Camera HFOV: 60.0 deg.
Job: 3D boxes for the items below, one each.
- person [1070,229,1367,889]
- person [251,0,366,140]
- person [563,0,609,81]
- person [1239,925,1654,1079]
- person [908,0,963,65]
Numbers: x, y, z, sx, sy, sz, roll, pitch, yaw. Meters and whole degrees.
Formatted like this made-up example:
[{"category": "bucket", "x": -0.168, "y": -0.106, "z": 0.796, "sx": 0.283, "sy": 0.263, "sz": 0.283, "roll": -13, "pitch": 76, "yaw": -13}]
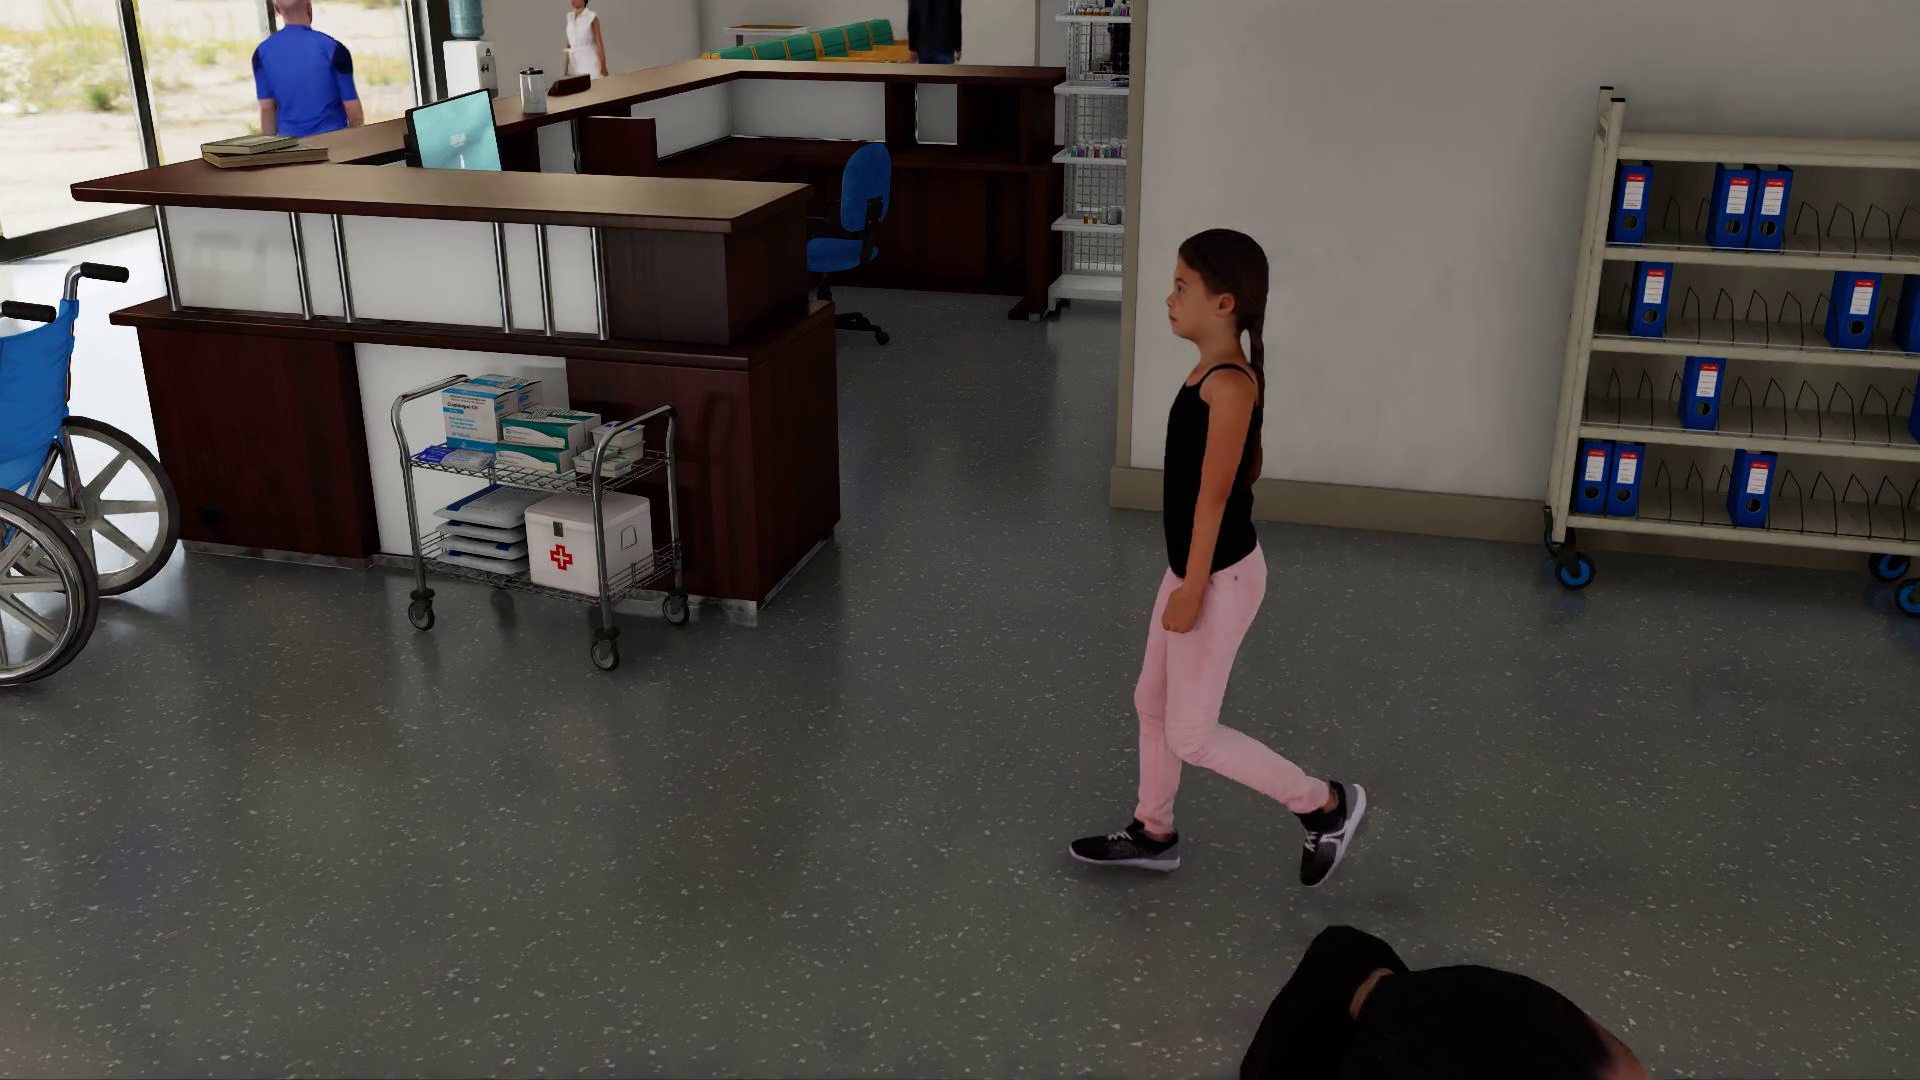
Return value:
[{"category": "person", "x": 0.615, "y": 0.098, "z": 3.718, "sx": 0.939, "sy": 1.545, "sz": 0.647, "roll": 1, "pitch": 21, "yaw": 3}, {"category": "person", "x": -3.482, "y": -2.018, "z": 8.959, "sx": 1.178, "sy": 1.790, "sz": 0.893, "roll": 1, "pitch": 21, "yaw": 3}, {"category": "person", "x": -3.553, "y": -4.539, "z": 16.012, "sx": 1.026, "sy": 1.507, "sz": 0.815, "roll": 12, "pitch": 24, "yaw": 29}, {"category": "person", "x": 0.231, "y": 1.007, "z": 1.136, "sx": 0.802, "sy": 1.674, "sz": 0.701, "roll": 16, "pitch": 26, "yaw": 35}, {"category": "person", "x": -0.242, "y": -4.576, "z": 15.596, "sx": 0.989, "sy": 1.872, "sz": 0.730, "roll": 6, "pitch": 21, "yaw": 14}]
